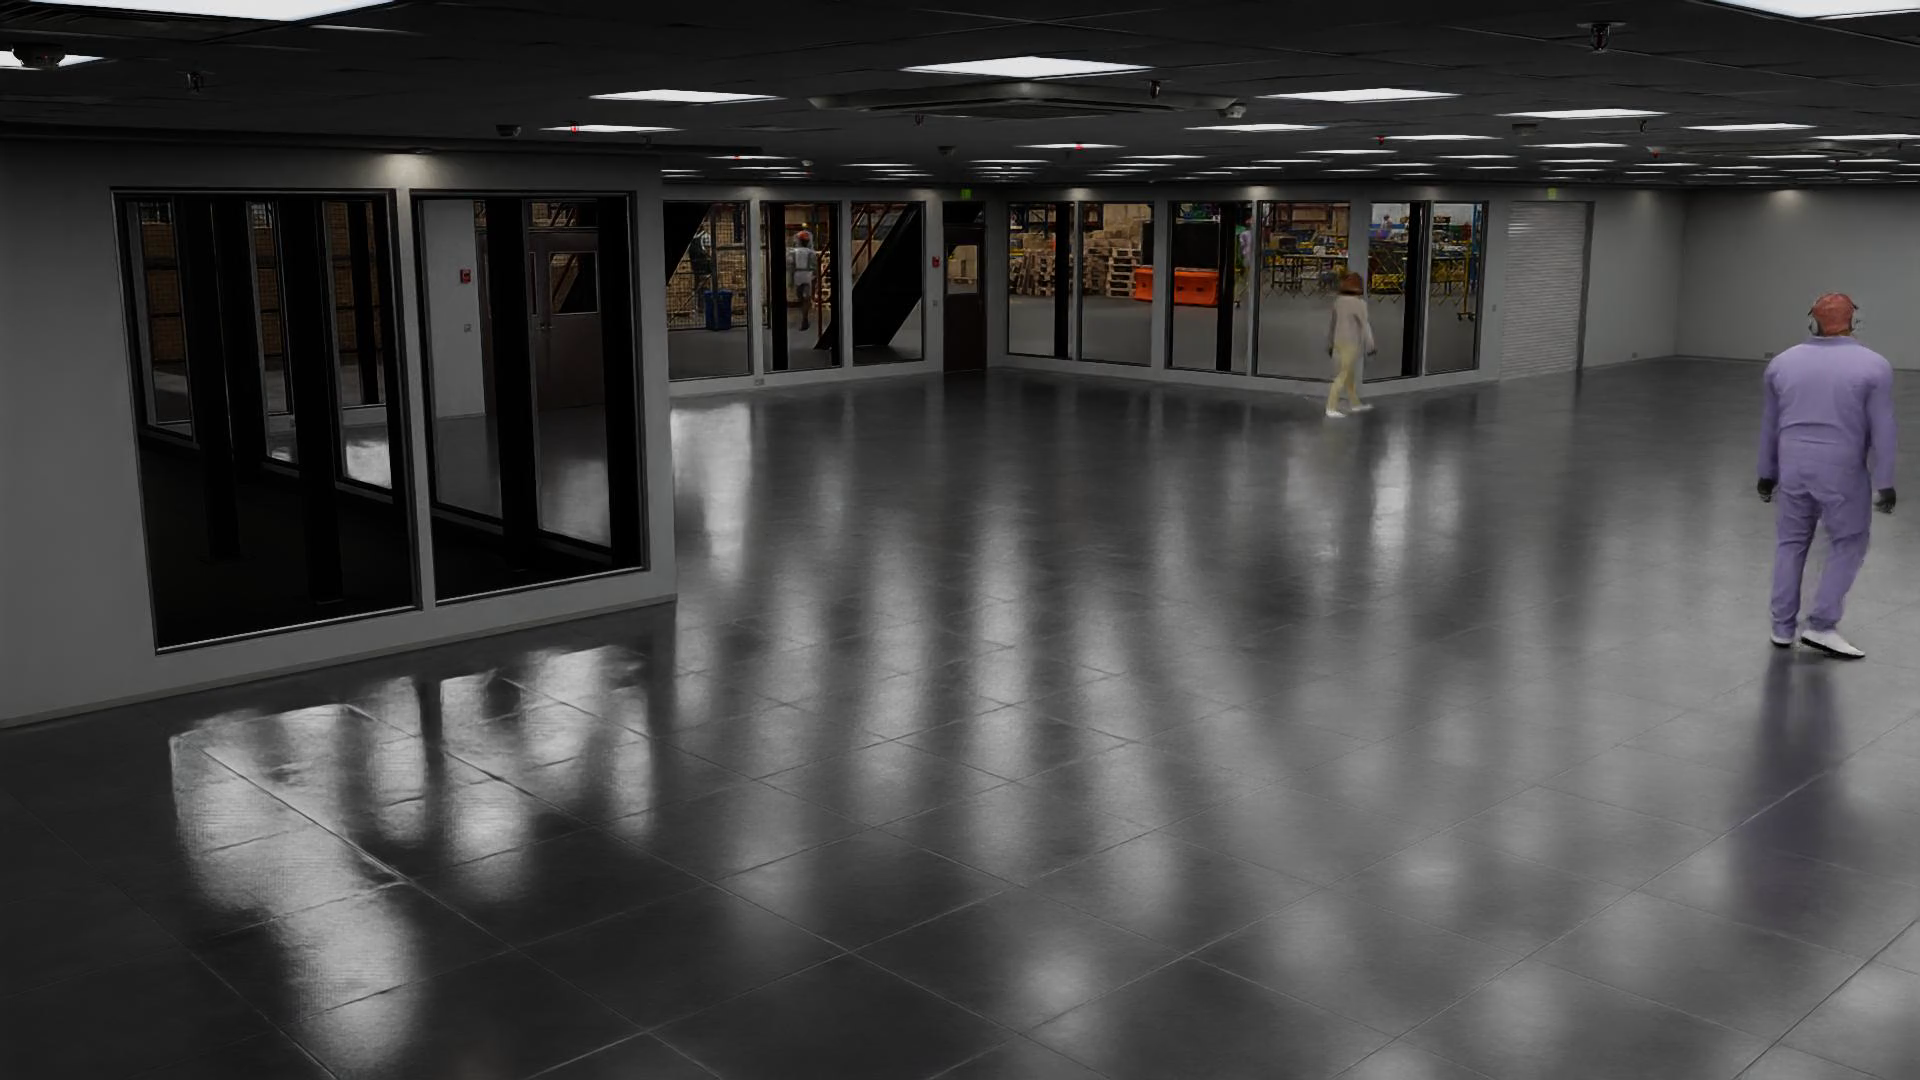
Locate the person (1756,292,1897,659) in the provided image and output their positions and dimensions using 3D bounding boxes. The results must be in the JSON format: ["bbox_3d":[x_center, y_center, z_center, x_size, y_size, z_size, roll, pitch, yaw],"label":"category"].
[{"bbox_3d":[4.554,-0.348,8.764,0.428,1.885,0.696,-9,15,-39],"label":"person"}]

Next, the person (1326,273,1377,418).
[{"bbox_3d":[4.403,-2.164,18.580,0.801,1.602,0.513,-5,12,-22],"label":"person"}]
